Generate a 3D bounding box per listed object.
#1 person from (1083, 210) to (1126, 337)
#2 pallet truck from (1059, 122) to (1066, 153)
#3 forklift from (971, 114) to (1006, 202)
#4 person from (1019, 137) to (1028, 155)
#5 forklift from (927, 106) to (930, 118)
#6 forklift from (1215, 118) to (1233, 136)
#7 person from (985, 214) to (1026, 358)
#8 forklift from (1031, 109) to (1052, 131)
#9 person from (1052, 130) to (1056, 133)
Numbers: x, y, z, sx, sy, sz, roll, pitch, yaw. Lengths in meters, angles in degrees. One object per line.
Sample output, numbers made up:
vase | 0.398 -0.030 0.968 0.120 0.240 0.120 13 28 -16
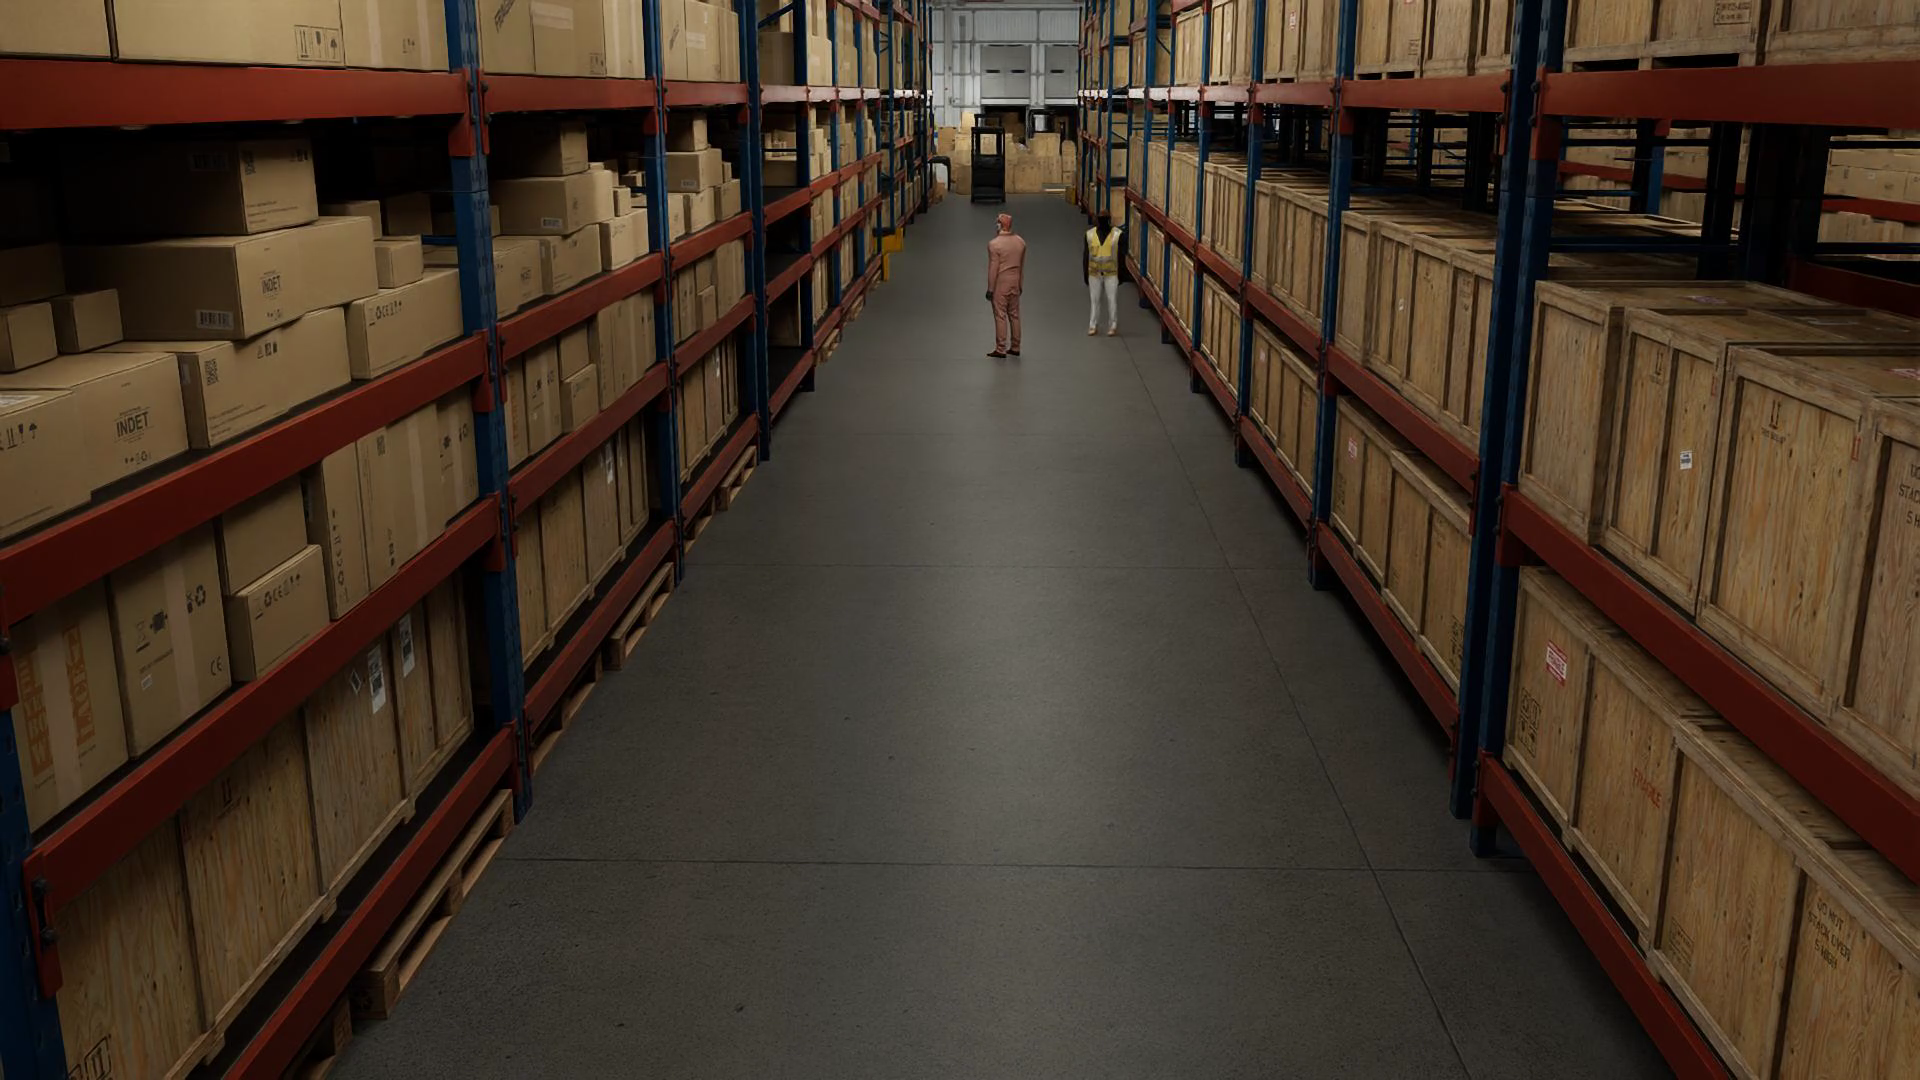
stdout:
person | 2.088 -3.881 24.231 0.619 1.836 0.430 5 16 17
pallet truck | 5.788 -21.111 88.014 1.885 1.965 0.823 5 16 18
forklift | 0.928 -12.461 54.156 1.129 2.768 1.873 0 15 2
person | 2.372 -14.476 63.621 0.429 1.846 0.626 -6 16 -20
forklift | -1.927 -21.366 87.288 1.129 2.768 1.873 0 15 2
forklift | 6.757 -9.626 43.607 1.873 2.768 1.129 -3 15 -13
person | 0.583 -3.408 22.317 0.648 1.907 0.401 -13 20 -41
forklift | 3.436 -16.836 70.433 1.129 2.768 1.873 0 15 2
person | 4.638 -19.528 82.708 0.414 1.681 0.561 -13 20 -41
